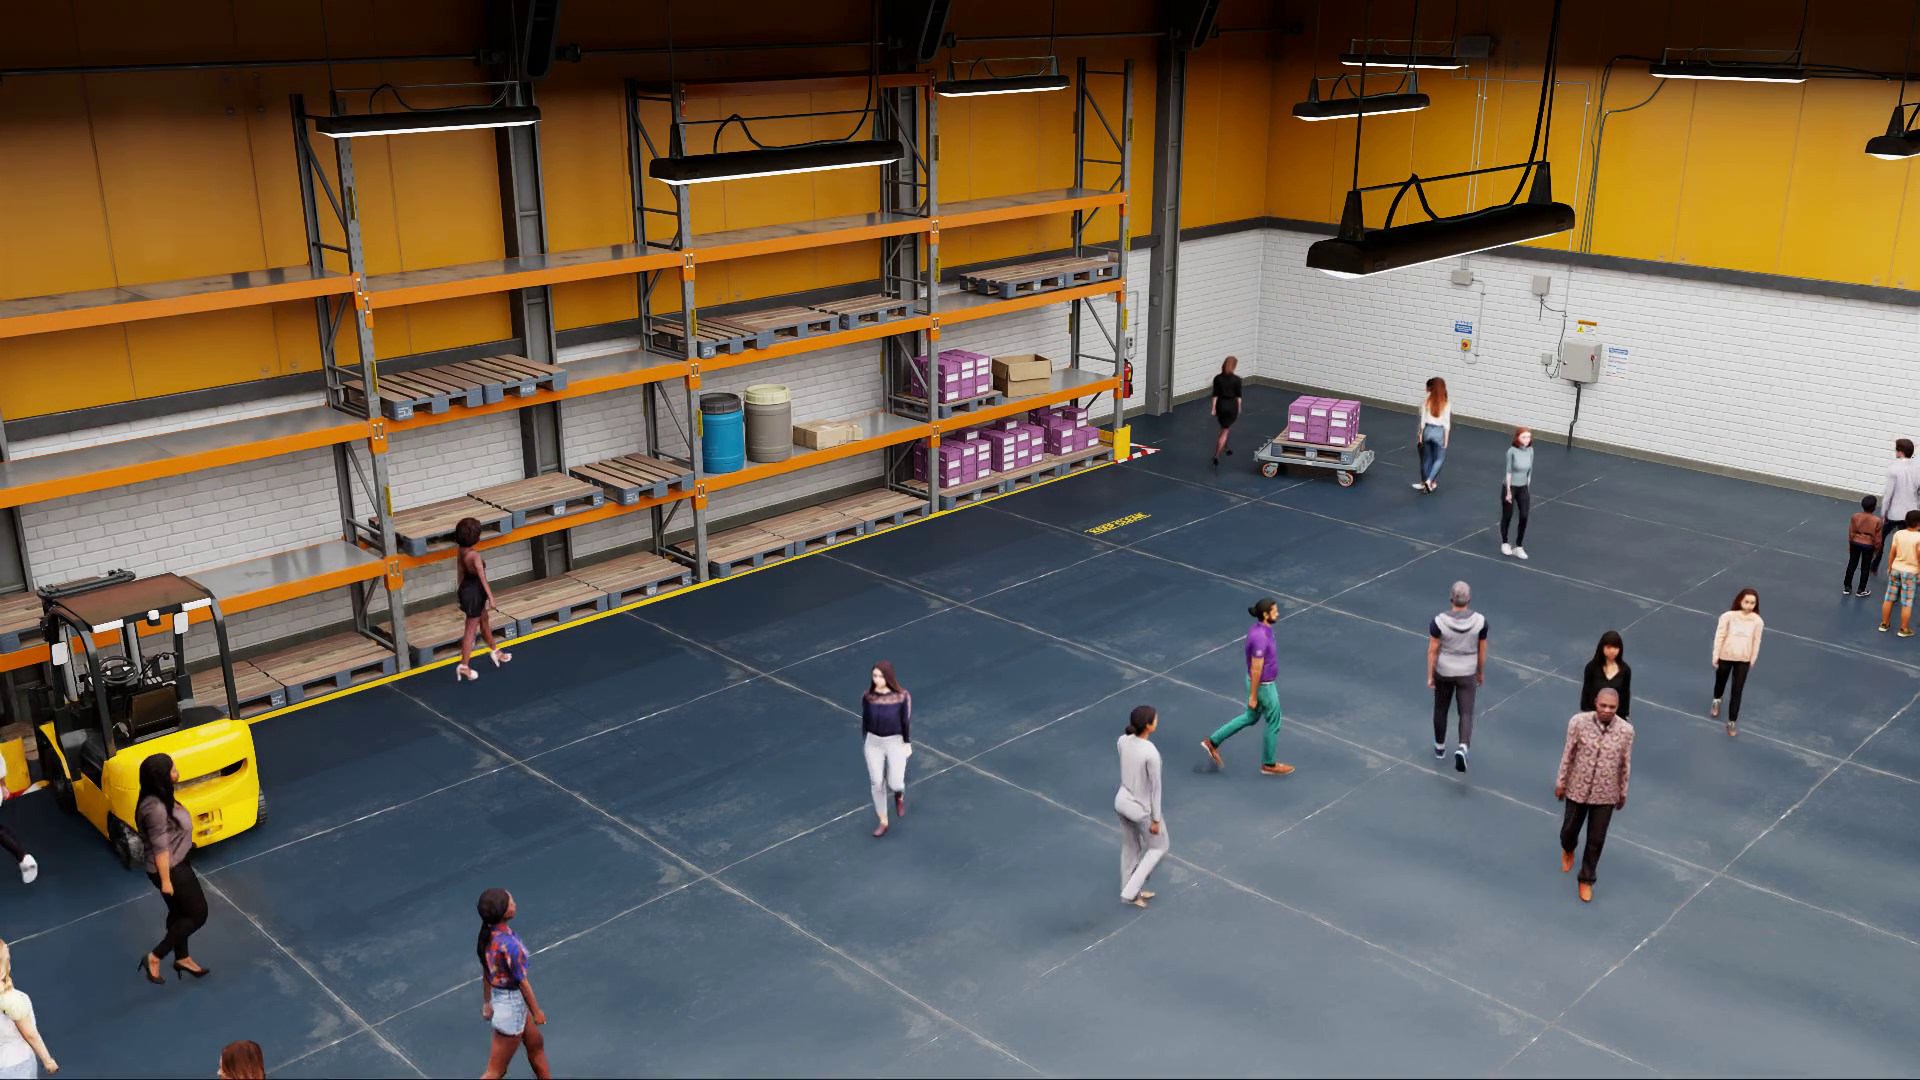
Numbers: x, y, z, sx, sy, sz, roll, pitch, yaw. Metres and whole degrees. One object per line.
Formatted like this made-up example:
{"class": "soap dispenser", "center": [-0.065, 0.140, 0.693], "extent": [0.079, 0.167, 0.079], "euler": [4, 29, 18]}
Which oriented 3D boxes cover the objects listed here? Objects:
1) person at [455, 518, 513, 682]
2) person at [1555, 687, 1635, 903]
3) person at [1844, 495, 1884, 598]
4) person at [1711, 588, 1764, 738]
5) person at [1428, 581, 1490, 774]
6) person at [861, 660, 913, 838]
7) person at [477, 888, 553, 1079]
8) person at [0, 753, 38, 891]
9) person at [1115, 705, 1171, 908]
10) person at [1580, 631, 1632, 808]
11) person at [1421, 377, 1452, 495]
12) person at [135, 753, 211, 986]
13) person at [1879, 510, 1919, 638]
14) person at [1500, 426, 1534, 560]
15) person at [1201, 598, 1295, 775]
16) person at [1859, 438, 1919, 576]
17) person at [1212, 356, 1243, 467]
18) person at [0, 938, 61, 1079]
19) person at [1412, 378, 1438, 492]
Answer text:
{"class": "person", "center": [-5.201, 0.655, 17.482], "extent": [0.907, 1.765, 0.616], "euler": [-16, 24, -40]}
{"class": "person", "center": [5.117, 1.991, 13.479], "extent": [0.909, 1.789, 1.004], "euler": [6, 20, 17]}
{"class": "person", "center": [10.881, 0.061, 20.046], "extent": [0.518, 1.255, 0.474], "euler": [17, 25, 41]}
{"class": "person", "center": [7.648, 1.162, 16.465], "extent": [0.823, 1.454, 1.046], "euler": [7, 20, 21]}
{"class": "person", "center": [4.635, 1.302, 15.494], "extent": [1.038, 1.808, 1.198], "euler": [4, 19, 12]}
{"class": "person", "center": [-0.622, 1.776, 14.410], "extent": [0.768, 1.600, 0.841], "euler": [5, 19, 14]}
{"class": "person", "center": [-2.935, 3.035, 10.515], "extent": [1.206, 1.701, 0.691], "euler": [-14, 23, -35]}
{"class": "person", "center": [-7.817, 2.034, 13.341], "extent": [0.927, 1.795, 0.941], "euler": [6, 19, 16]}
{"class": "person", "center": [1.349, 2.133, 13.153], "extent": [0.715, 1.726, 0.671], "euler": [-13, 23, -34]}
{"class": "person", "center": [5.793, 1.570, 14.992], "extent": [0.956, 1.620, 1.108], "euler": [3, 19, 9]}
{"class": "person", "center": [6.770, -1.459, 23.842], "extent": [0.689, 1.712, 0.867], "euler": [12, 22, 31]}
{"class": "person", "center": [-5.839, 2.441, 12.079], "extent": [0.850, 1.828, 0.778], "euler": [-9, 21, -25]}
{"class": "person", "center": [10.693, 0.362, 18.829], "extent": [0.509, 1.461, 0.545], "euler": [-14, 23, -36]}
{"class": "person", "center": [7.086, -0.633, 21.371], "extent": [0.818, 1.723, 0.856], "euler": [-3, 19, -8]}
{"class": "person", "center": [2.672, 1.374, 15.391], "extent": [1.118, 1.737, 1.111], "euler": [2, 19, 5]}
{"class": "person", "center": [11.468, -0.290, 20.212], "extent": [1.053, 1.813, 1.124], "euler": [2, 19, 5]}
{"class": "person", "center": [4.034, -1.908, 25.280], "extent": [0.808, 1.645, 1.200], "euler": [9, 21, 25]}
{"class": "person", "center": [-5.779, 3.204, 9.998], "extent": [0.744, 1.711, 0.774], "euler": [6, 20, 18]}
{"class": "person", "center": [6.831, -1.544, 24.199], "extent": [0.514, 1.645, 0.667], "euler": [-12, 22, -32]}
